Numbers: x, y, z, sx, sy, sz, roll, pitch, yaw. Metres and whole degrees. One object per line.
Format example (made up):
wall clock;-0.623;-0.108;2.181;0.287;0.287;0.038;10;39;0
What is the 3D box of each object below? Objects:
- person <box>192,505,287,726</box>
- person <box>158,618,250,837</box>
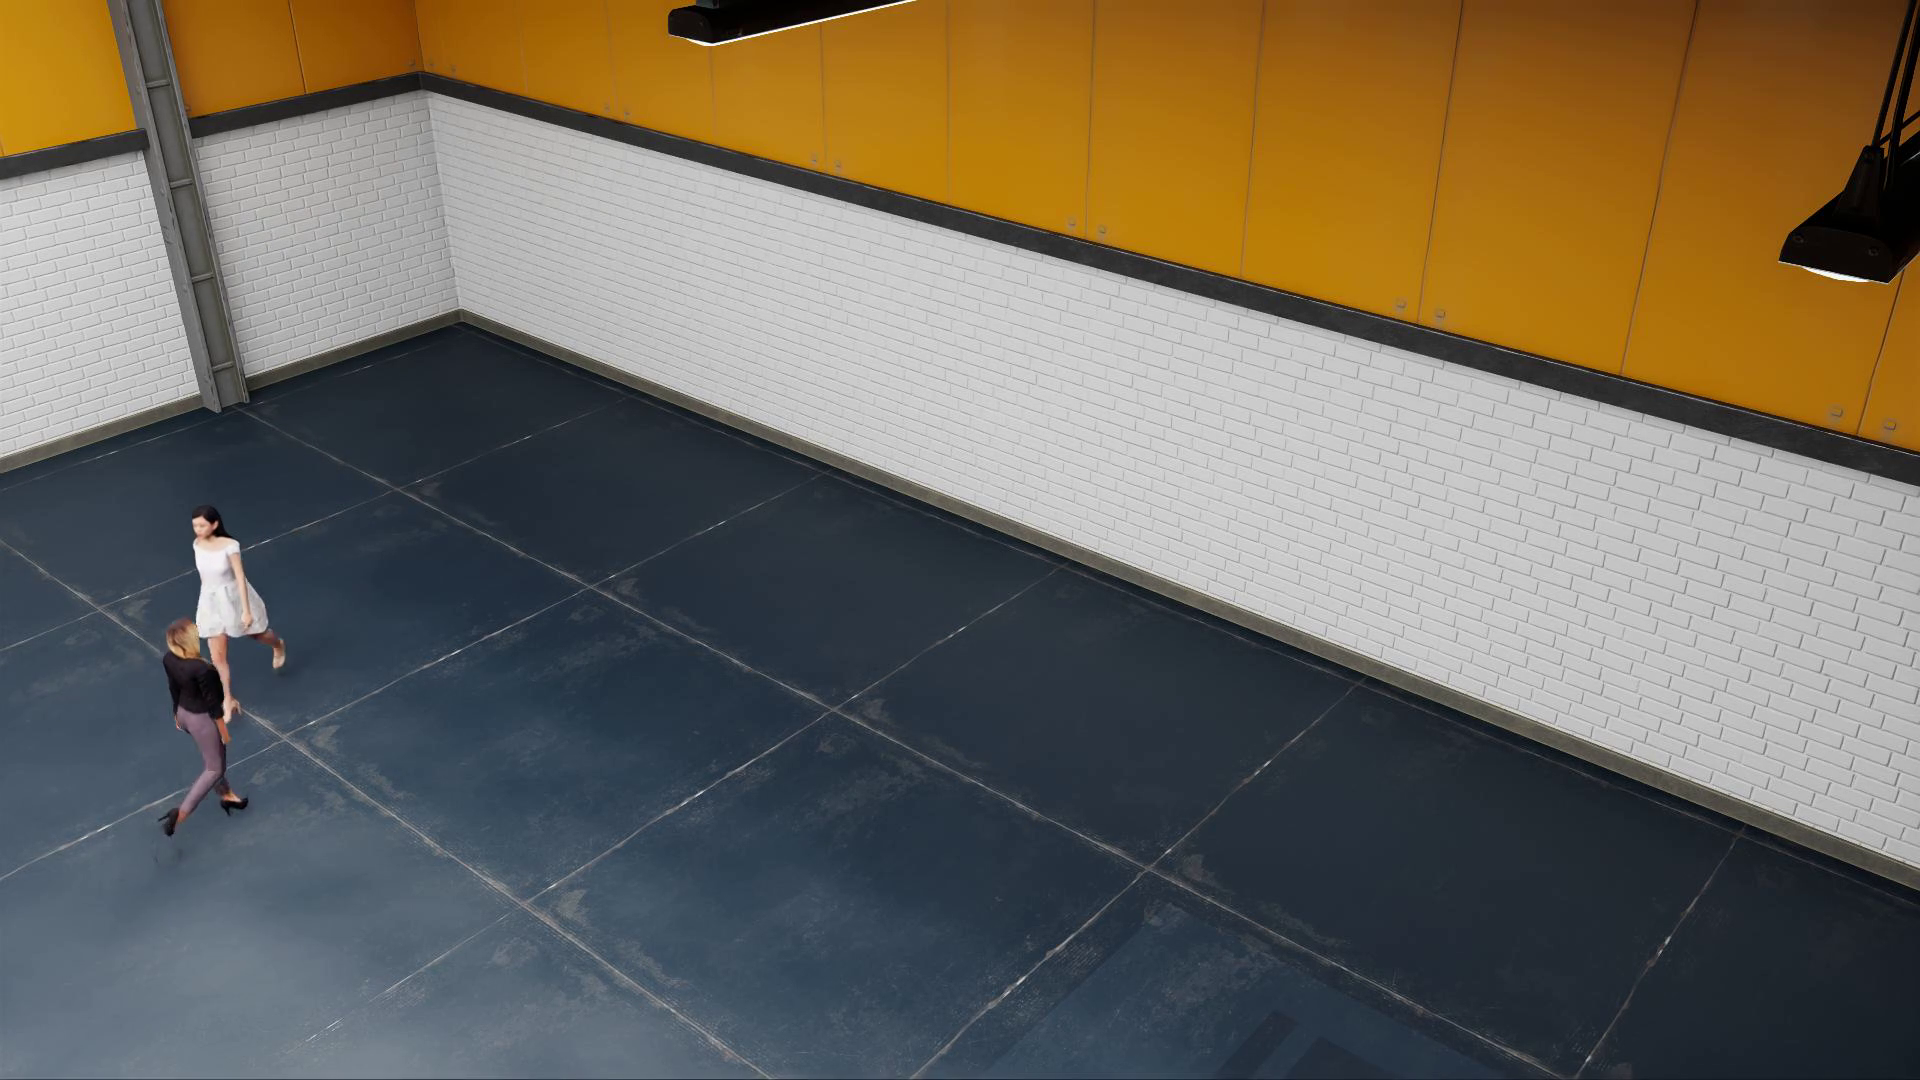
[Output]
person;-5.584;0.500;12.880;0.983;1.731;1.252;5;29;10
person;-5.278;1.335;11.438;0.726;1.645;0.964;15;32;25
